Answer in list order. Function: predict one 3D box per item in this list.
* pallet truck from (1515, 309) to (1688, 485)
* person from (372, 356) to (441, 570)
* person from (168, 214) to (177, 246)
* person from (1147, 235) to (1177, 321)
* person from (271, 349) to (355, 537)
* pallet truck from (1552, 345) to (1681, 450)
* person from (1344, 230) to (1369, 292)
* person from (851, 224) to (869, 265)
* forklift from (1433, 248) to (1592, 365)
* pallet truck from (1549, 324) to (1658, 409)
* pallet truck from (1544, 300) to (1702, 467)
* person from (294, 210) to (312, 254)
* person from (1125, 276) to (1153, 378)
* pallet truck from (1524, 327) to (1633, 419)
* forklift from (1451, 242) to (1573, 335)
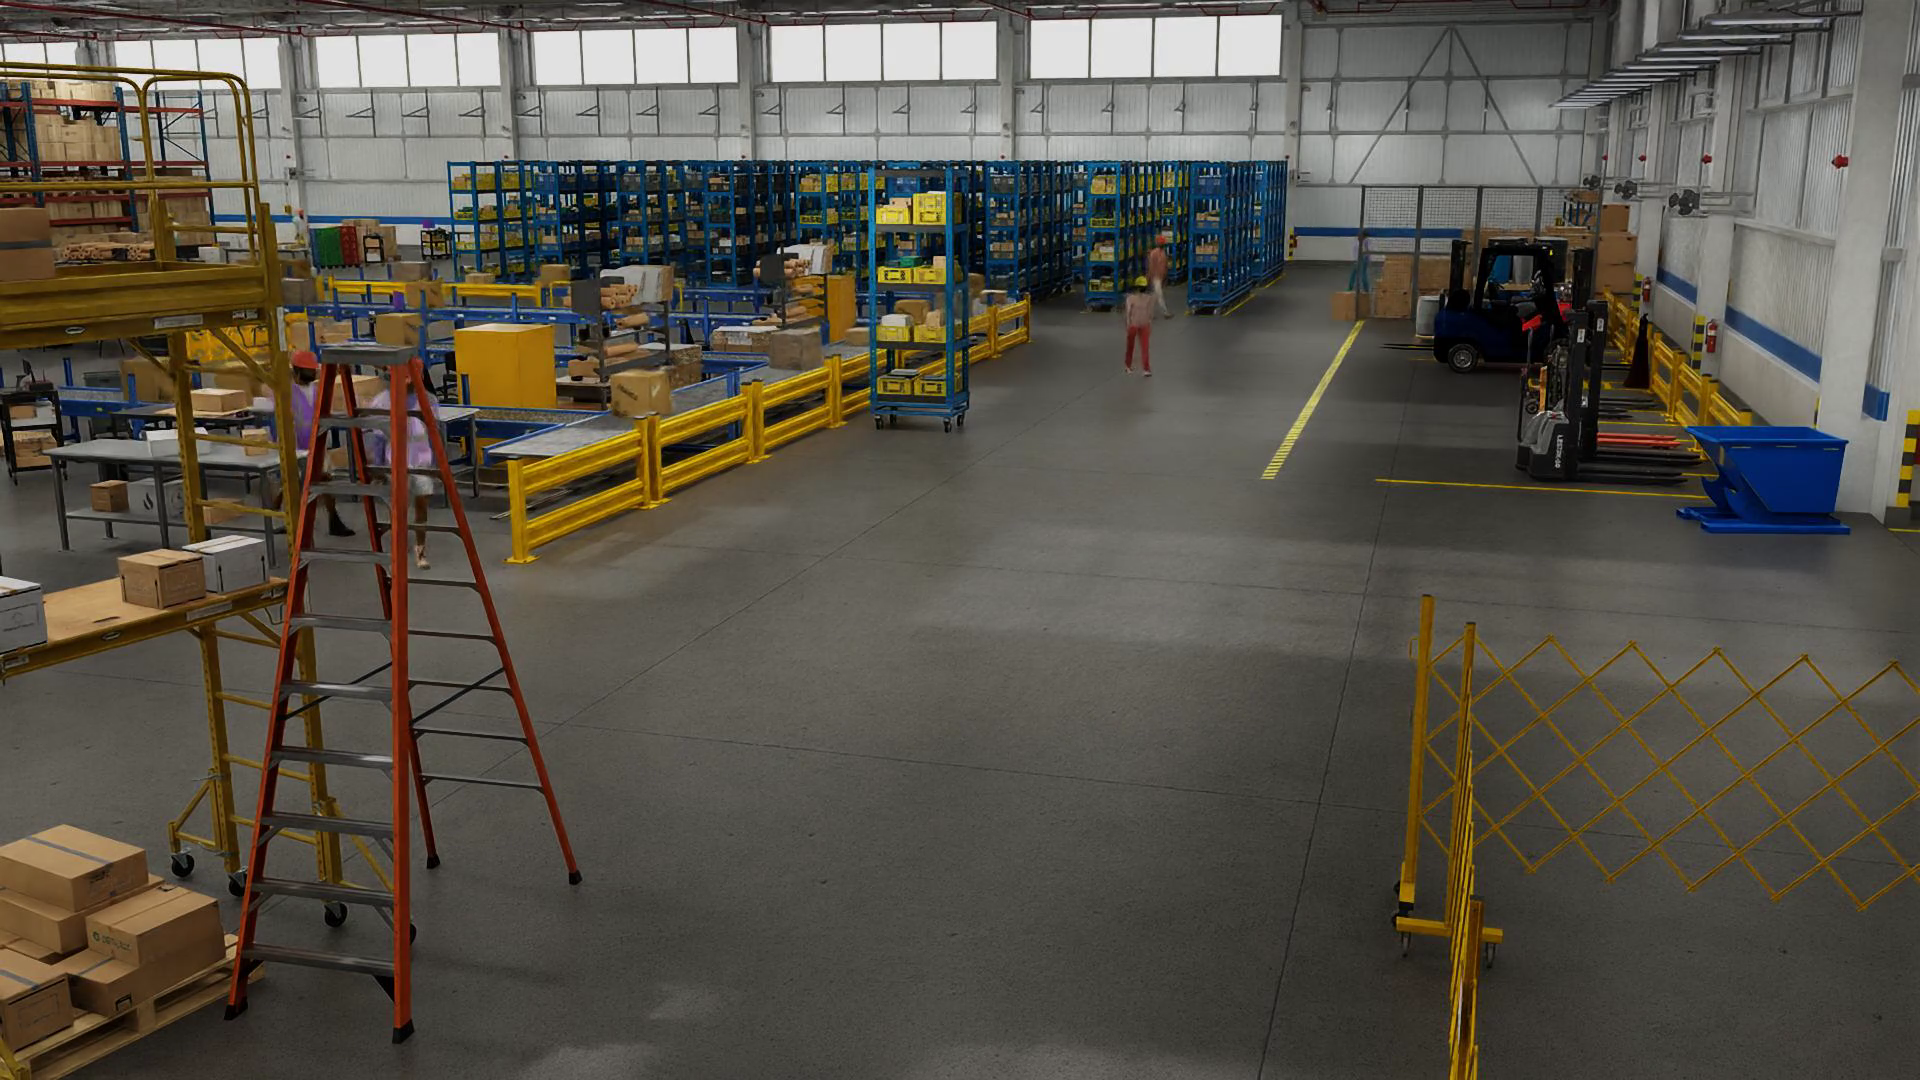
[{"bbox_3d":[7.554,-1.677,19.446,1.885,1.965,0.823,3,13,14],"label":"pallet truck"},{"bbox_3d":[-5.136,-0.751,15.441,0.638,2.000,0.775,-8,15,-32],"label":"person"},{"bbox_3d":[-28.022,-10.674,58.858,0.552,1.729,0.826,3,13,13],"label":"person"},{"bbox_3d":[4.655,-6.020,38.284,0.991,1.950,0.627,9,16,35],"label":"person"},{"bbox_3d":[-6.591,-0.967,16.610,0.950,1.902,0.553,5,14,21],"label":"person"},{"bbox_3d":[8.641,-1.896,21.908,1.630,1.274,0.653,4,14,16],"label":"pallet truck"},{"bbox_3d":[10.734,-7.471,44.932,0.896,1.781,0.655,-3,13,-15],"label":"person"},{"bbox_3d":[-2.996,-8.565,49.555,0.602,1.830,0.404,-4,14,-17],"label":"person"},{"bbox_3d":[9.780,-4.111,29.280,2.680,1.987,1.157,3,13,14],"label":"forklift"},{"bbox_3d":[9.824,-2.669,25.407,1.601,1.201,0.680,4,14,16],"label":"pallet truck"},{"bbox_3d":[8.263,-1.952,20.631,1.885,1.965,0.823,5,14,20],"label":"pallet truck"},{"bbox_3d":[-25.487,-11.927,64.354,0.886,1.711,0.577,11,17,39],"label":"person"},{"bbox_3d":[3.089,-3.712,28.844,0.544,1.726,0.895,-4,14,-16],"label":"person"},{"bbox_3d":[9.065,-2.460,24.370,1.522,1.261,0.704,3,13,14],"label":"pallet truck"},{"bbox_3d":[10.464,-4.597,31.405,2.680,1.987,1.157,4,14,16],"label":"forklift"}]
